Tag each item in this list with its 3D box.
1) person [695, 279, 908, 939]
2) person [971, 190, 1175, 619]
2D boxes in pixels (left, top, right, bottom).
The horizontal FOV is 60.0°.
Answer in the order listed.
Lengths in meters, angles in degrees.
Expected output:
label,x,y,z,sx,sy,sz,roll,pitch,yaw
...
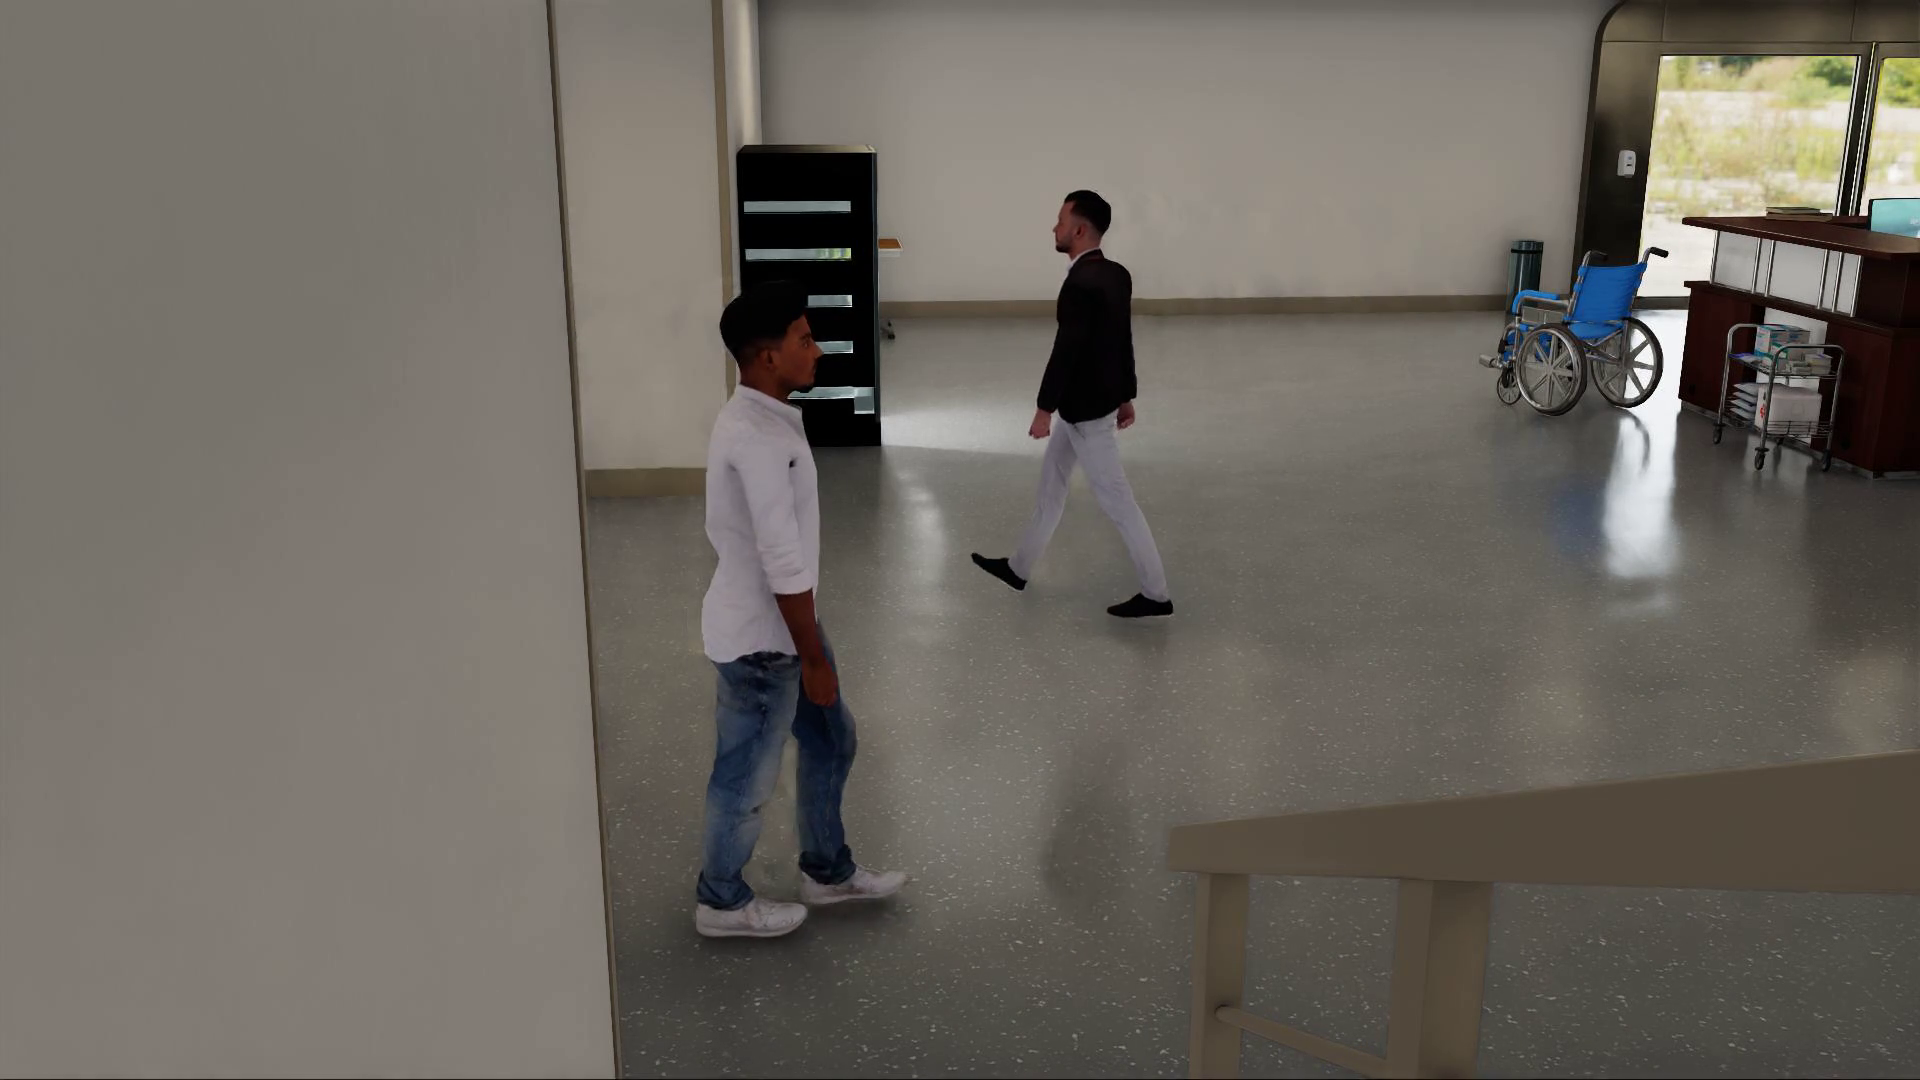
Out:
label,x,y,z,sx,sy,sz,roll,pitch,yaw
person,-0.600,0.227,4.383,0.710,1.793,0.755,-2,16,-6
person,0.638,-0.510,7.008,1.096,1.788,1.245,6,17,21
